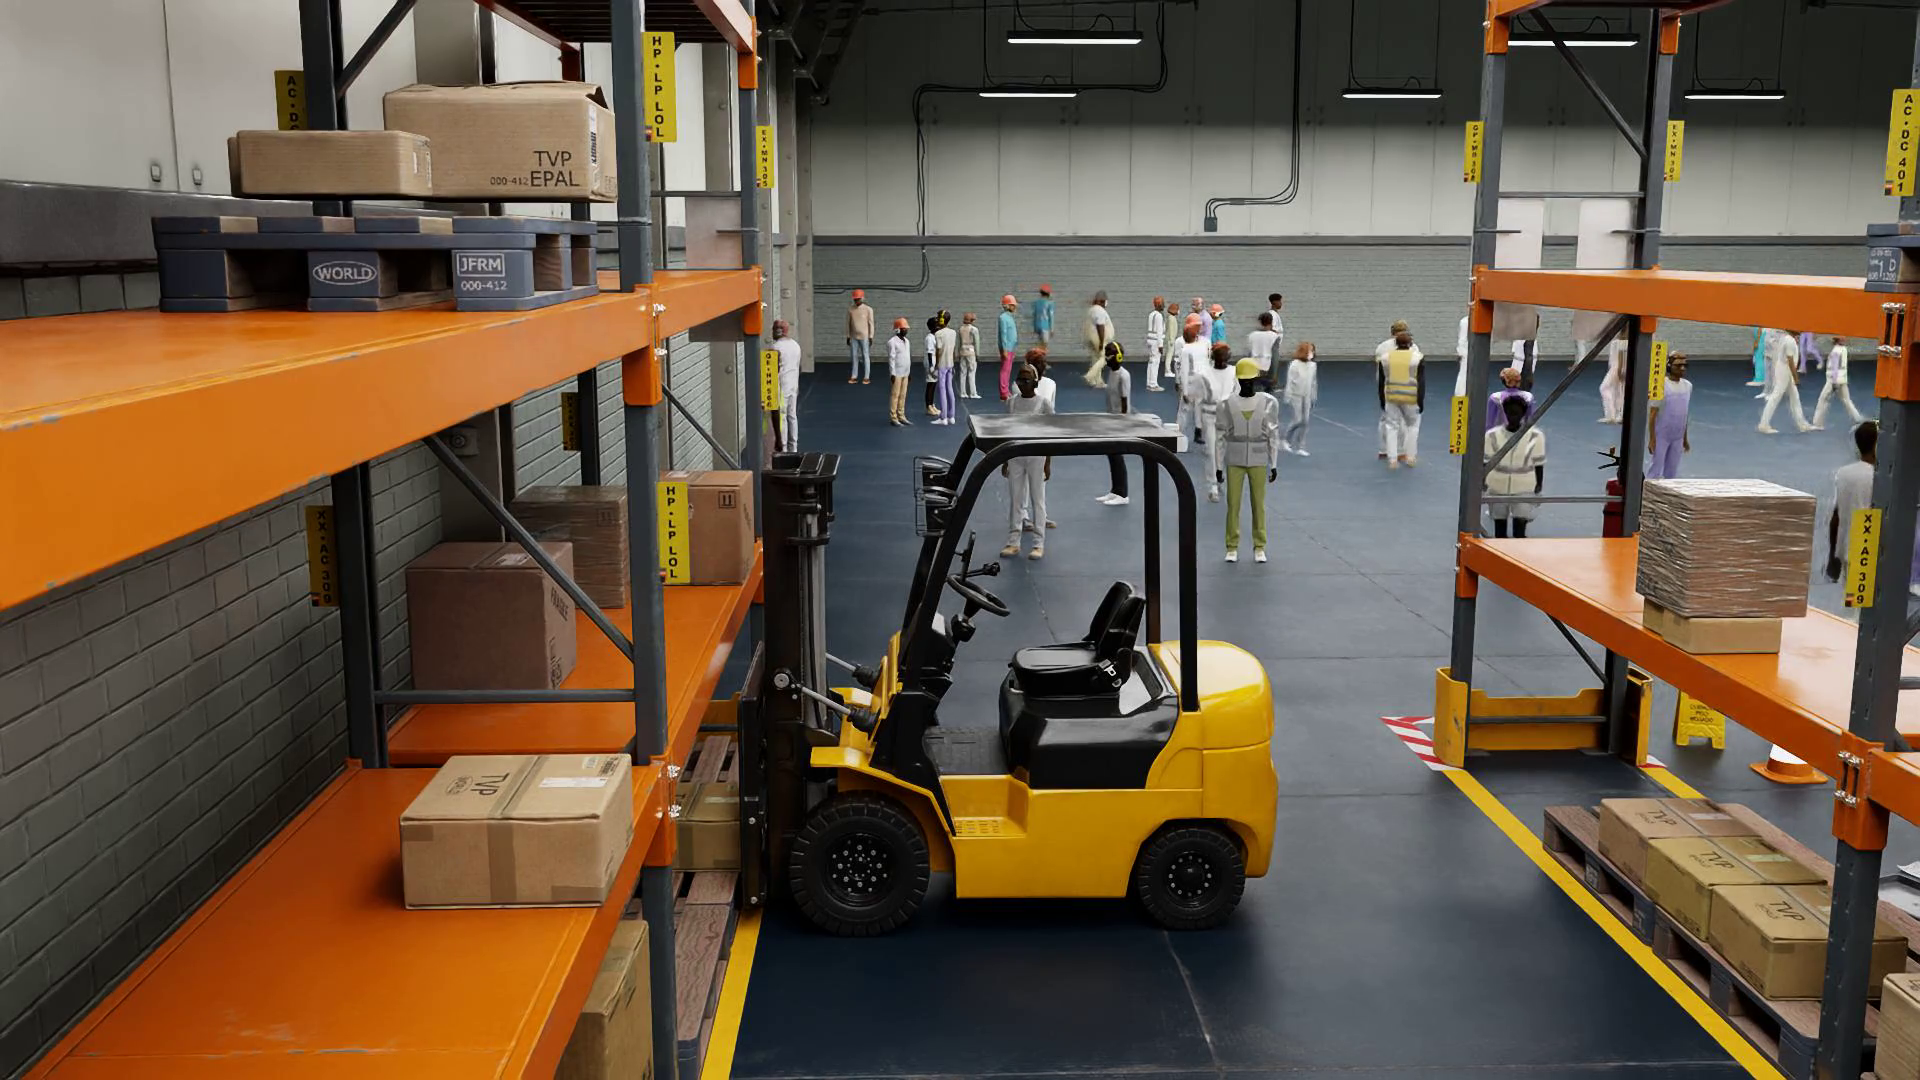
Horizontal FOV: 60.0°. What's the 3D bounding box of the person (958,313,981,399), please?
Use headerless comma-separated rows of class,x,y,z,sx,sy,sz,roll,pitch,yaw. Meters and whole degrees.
person,0.168,-3.513,31.750,0.514,1.640,0.314,10,14,43

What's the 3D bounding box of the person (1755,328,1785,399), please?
person,15.459,-3.551,31.671,0.296,1.745,0.484,-1,10,-8

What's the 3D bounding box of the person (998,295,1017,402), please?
person,0.898,-3.591,31.192,0.376,1.995,0.609,2,10,13

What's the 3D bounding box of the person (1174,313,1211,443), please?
person,3.448,-2.394,24.674,0.545,1.942,0.351,-1,10,-5

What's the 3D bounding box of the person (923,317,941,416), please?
person,-0.461,-2.994,28.699,0.319,1.696,0.532,2,10,11

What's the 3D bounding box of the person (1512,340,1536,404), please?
person,10.436,-3.440,30.769,0.372,1.843,0.571,-3,11,-15

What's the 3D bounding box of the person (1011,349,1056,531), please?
person,0.785,-1.045,17.319,0.575,1.885,0.355,-9,13,-40

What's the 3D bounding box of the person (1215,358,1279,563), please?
person,2.670,-0.739,15.530,0.587,1.921,0.388,1,10,8

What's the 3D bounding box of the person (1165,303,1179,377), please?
person,4.715,-4.438,36.949,0.283,1.627,0.501,2,10,10

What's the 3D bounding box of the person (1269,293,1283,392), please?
person,6.284,-3.955,33.301,0.367,1.966,0.606,1,10,7

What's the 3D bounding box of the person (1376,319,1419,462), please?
person,5.961,-2.036,22.708,0.627,1.933,0.373,10,14,43

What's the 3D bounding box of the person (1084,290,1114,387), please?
person,2.863,-4.117,33.998,0.580,2.000,0.683,-2,10,-12

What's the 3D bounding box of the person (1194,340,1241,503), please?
person,2.989,-1.365,19.143,0.604,1.868,0.468,0,10,-2

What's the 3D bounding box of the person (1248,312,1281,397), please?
person,4.794,-2.684,26.489,0.592,1.881,0.885,8,13,37

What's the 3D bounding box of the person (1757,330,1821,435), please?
person,12.863,-2.512,25.681,0.937,1.804,0.506,5,11,27

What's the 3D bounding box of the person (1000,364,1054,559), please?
person,0.630,-0.738,15.717,0.504,1.847,0.345,5,11,25

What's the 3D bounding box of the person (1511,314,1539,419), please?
person,8.719,-2.558,25.684,0.396,1.911,0.588,1,10,7

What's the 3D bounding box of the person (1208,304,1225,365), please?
person,5.069,-3.785,32.942,0.330,1.753,0.561,0,10,1

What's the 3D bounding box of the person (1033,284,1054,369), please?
person,1.882,-4.957,38.763,0.616,2.022,0.792,10,14,43

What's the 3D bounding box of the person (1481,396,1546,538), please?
person,4.768,-0.416,14.438,0.555,1.655,0.859,4,11,23

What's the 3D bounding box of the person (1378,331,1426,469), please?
person,5.869,-1.853,21.998,0.644,1.820,0.686,6,12,29

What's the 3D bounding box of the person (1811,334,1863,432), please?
person,13.860,-2.498,26.188,0.504,1.605,0.835,-9,14,-42

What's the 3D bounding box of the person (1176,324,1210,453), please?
person,3.299,-2.156,23.675,0.584,1.821,1.039,-6,12,-30

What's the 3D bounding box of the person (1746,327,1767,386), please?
person,16.633,-4.116,34.575,0.350,1.835,0.517,7,12,35

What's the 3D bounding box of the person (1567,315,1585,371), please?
person,14.391,-4.902,38.621,0.380,1.951,0.607,2,10,10

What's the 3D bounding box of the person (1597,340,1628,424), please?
person,10.700,-2.796,27.248,0.601,1.825,0.509,5,11,26

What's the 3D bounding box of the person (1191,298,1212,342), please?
person,4.617,-3.754,32.354,0.403,1.904,0.651,-5,11,-24

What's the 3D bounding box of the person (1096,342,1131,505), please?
person,1.773,-1.326,18.967,0.339,1.856,0.528,-2,10,-11

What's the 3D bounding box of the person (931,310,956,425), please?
person,-0.273,-2.827,27.268,0.320,1.876,0.533,7,13,36

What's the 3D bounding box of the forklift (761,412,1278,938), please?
forklift,0.291,0.548,7.580,2.313,2.155,1.214,0,10,-2

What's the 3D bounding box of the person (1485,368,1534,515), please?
person,5.961,-1.053,18.072,0.514,1.634,0.313,0,10,1

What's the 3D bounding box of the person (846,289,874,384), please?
person,-2.123,-4.285,35.064,0.619,1.990,0.395,4,11,23

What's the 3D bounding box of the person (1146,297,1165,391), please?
person,3.950,-3.941,33.490,0.350,1.877,0.576,-2,10,-8

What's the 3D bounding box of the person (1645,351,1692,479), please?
person,7.515,-1.081,17.625,0.506,1.846,0.348,-3,11,-19

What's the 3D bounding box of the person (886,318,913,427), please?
person,-0.963,-2.727,27.037,0.321,1.755,0.562,6,12,29

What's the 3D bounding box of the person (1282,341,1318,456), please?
person,4.747,-1.962,23.171,0.553,1.608,0.379,-6,12,-29

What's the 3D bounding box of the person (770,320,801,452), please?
person,-2.491,-2.112,23.204,0.409,1.906,0.651,5,11,26

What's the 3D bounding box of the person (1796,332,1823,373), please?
person,19.376,-4.707,37.904,0.607,1.818,0.558,-4,11,-21
